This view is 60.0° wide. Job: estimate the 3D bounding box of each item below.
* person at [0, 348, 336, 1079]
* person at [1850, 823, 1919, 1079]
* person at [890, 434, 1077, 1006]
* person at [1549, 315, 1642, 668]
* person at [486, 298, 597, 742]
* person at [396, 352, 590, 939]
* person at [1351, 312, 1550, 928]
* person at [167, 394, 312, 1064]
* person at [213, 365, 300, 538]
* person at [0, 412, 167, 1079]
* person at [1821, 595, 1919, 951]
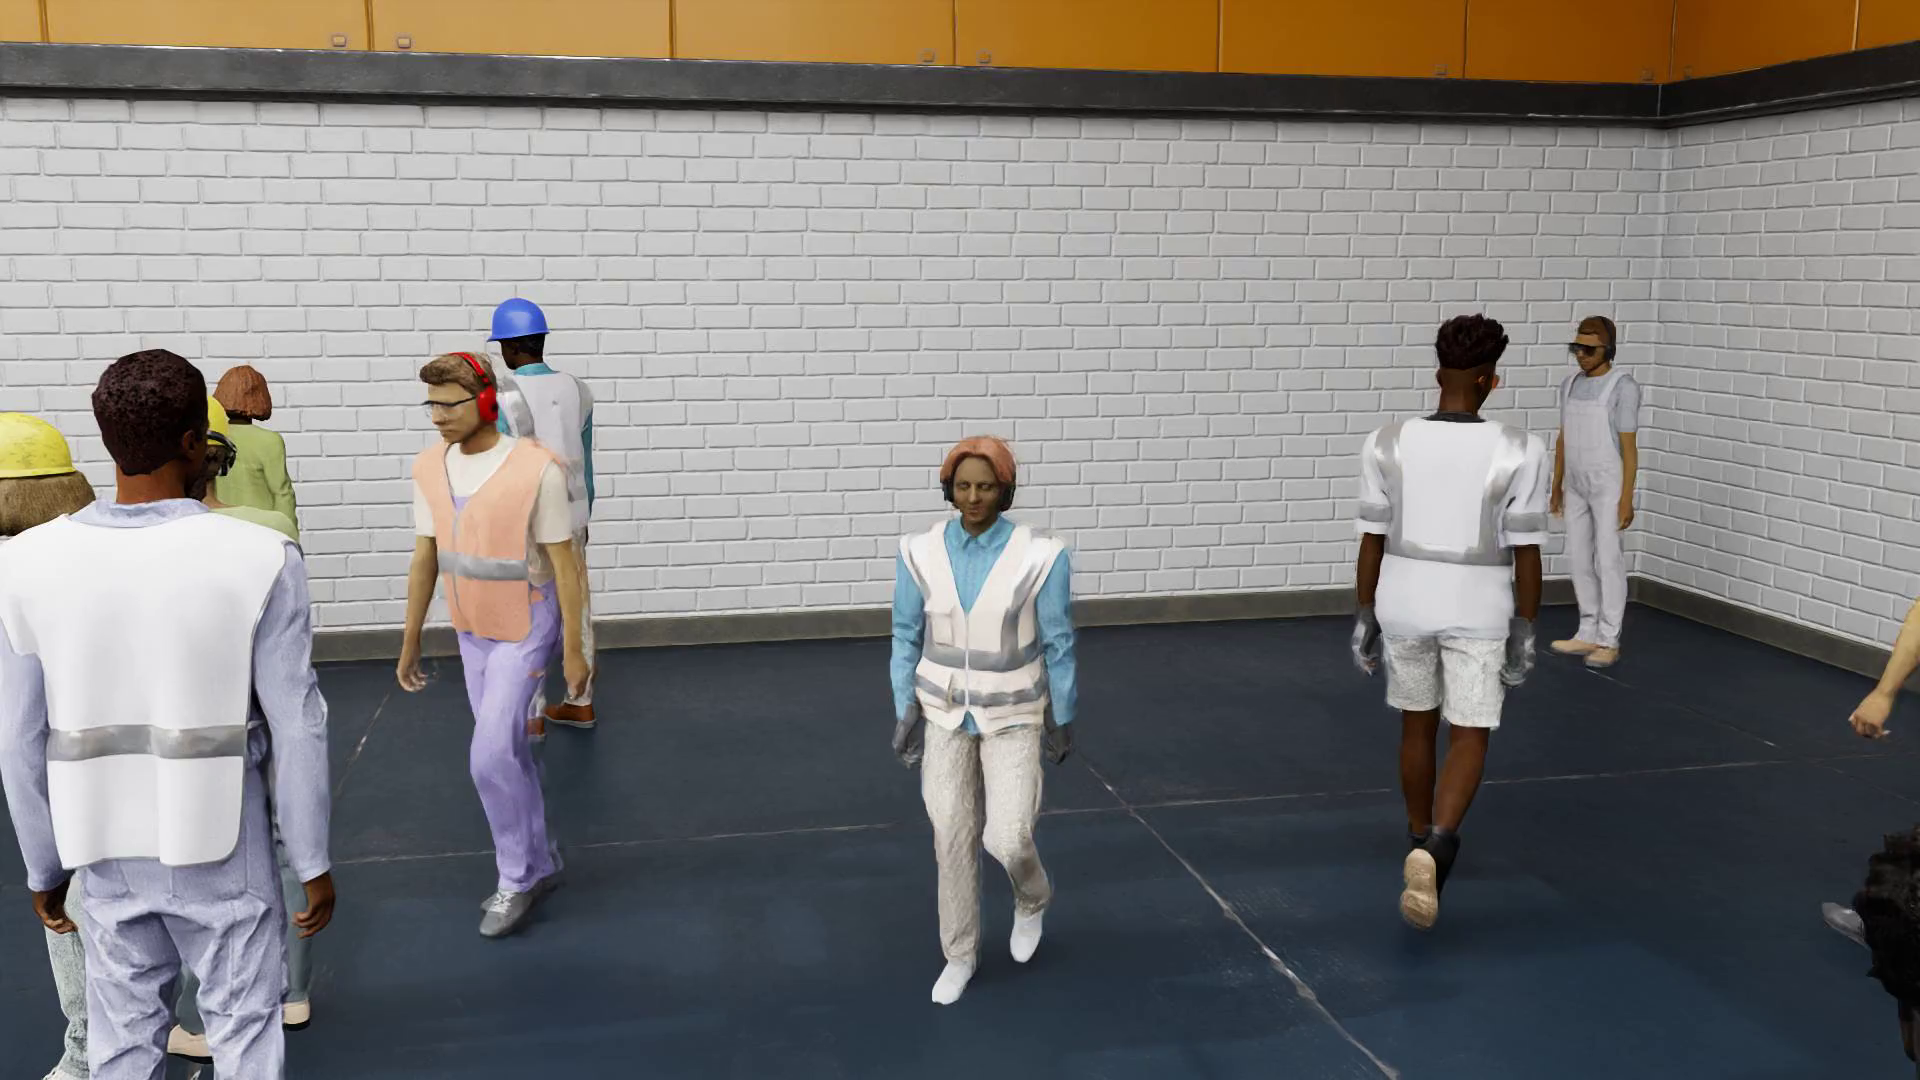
[{"bbox_3d":[-1.512,0.598,3.201,0.591,1.918,0.383,0,9,-2],"label":"person"},{"bbox_3d":[0.772,1.026,1.305,0.556,1.691,0.379,3,10,17],"label":"person"},{"bbox_3d":[0.071,0.506,4.669,0.508,1.626,0.404,3,10,20],"label":"person"},{"bbox_3d":[3.298,-0.251,8.667,0.395,1.831,0.544,-5,11,-28],"label":"person"},{"bbox_3d":[-1.861,-0.085,7.311,0.417,1.939,0.605,7,11,35],"label":"person"},{"bbox_3d":[-1.458,0.323,5.191,0.601,1.814,0.600,6,11,33],"label":"person"},{"bbox_3d":[1.537,0.247,5.311,0.602,1.938,0.840,5,11,28],"label":"person"},{"bbox_3d":[-1.979,0.481,4.381,0.317,1.767,0.535,8,12,41],"label":"person"},{"bbox_3d":[-3.211,0.026,7.560,0.500,1.633,0.284,3,10,20],"label":"person"},{"bbox_3d":[-2.128,0.570,3.910,0.492,1.742,0.319,8,12,41],"label":"person"},{"bbox_3d":[2.856,0.433,4.600,0.570,1.795,0.960,-5,10,-26],"label":"person"}]
